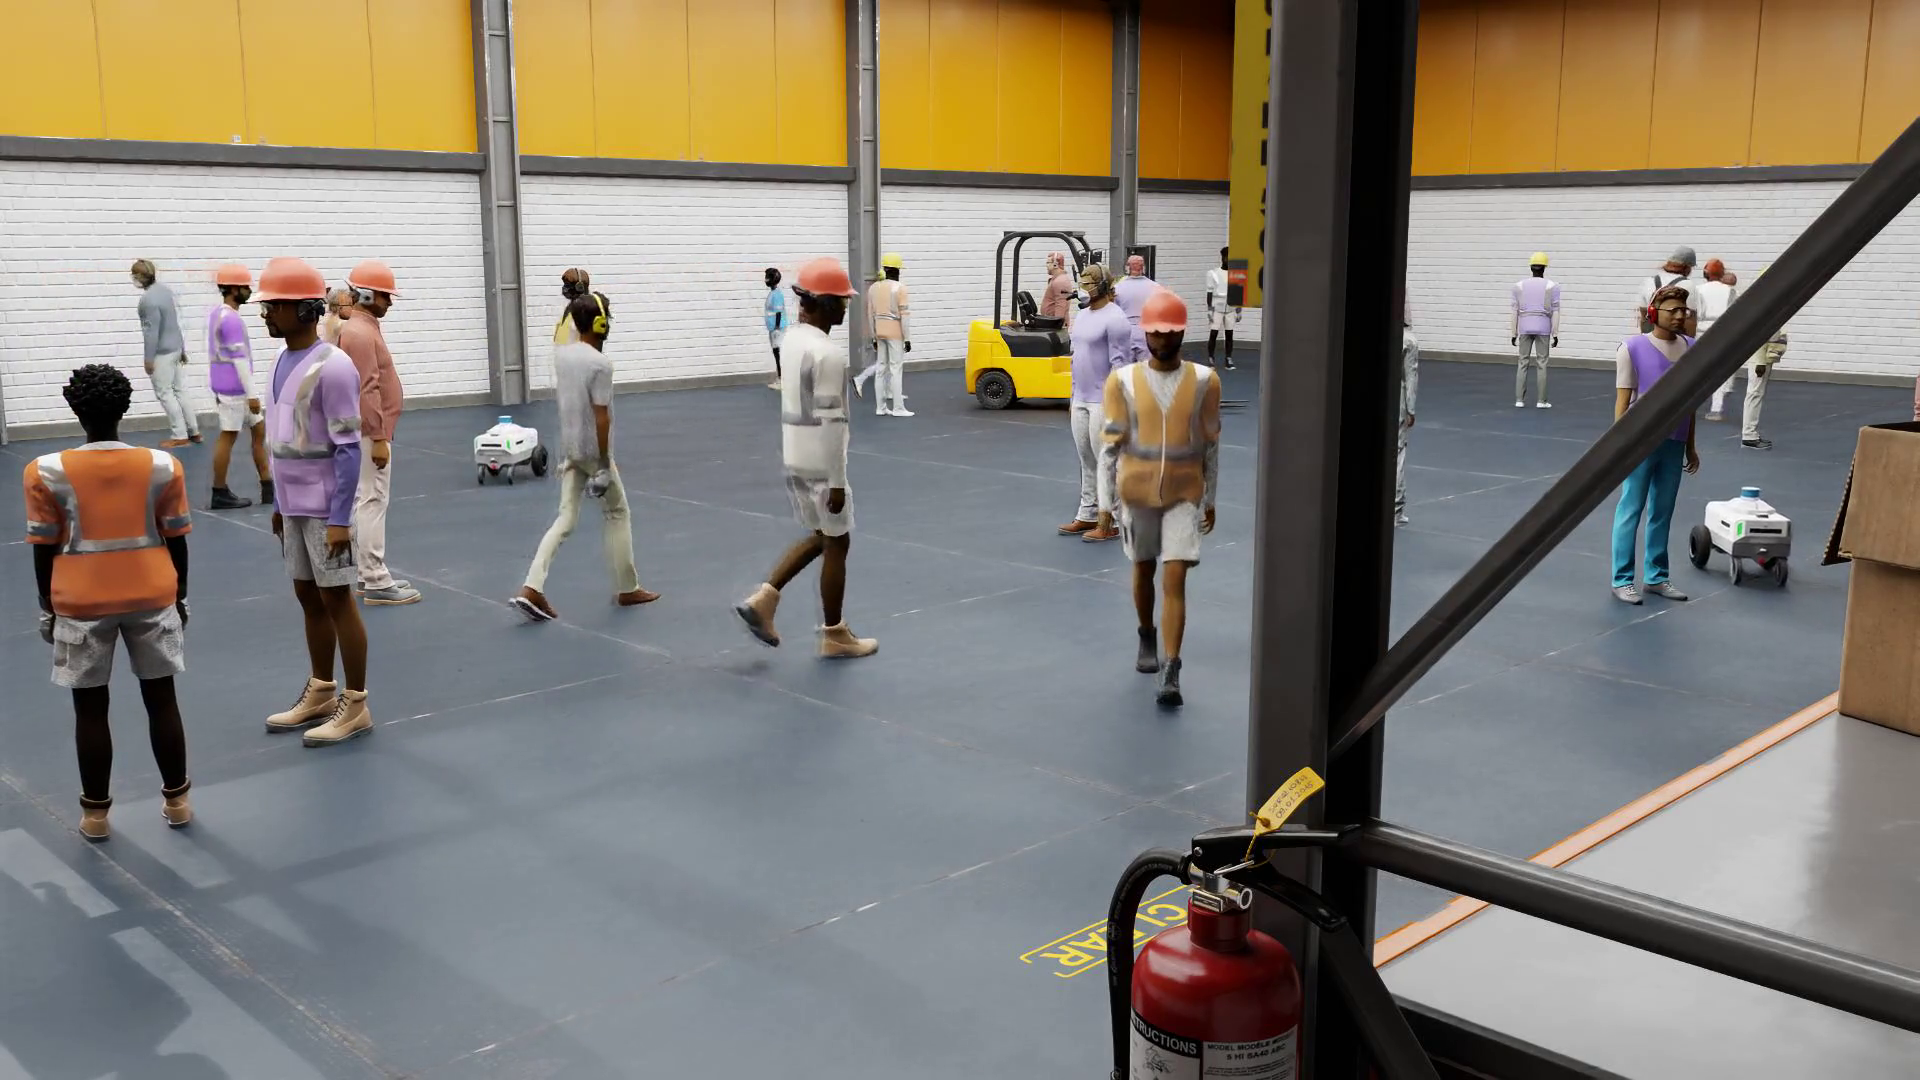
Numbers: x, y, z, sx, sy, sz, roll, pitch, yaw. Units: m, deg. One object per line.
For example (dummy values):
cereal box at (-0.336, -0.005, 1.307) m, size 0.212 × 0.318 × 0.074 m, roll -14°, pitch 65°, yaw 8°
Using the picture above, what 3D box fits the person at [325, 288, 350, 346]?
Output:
person at (-6.003, -1.621, 16.131) m, size 0.608 × 1.626 × 0.535 m, roll -8°, pitch 13°, yaw -37°

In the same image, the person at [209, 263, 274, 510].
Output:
person at (-5.541, -1.197, 13.015) m, size 0.814 × 1.909 × 0.580 m, roll -6°, pitch 12°, yaw -29°

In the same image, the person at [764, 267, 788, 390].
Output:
person at (-2.550, -2.923, 23.045) m, size 0.321 × 1.690 × 0.536 m, roll -3°, pitch 11°, yaw -17°

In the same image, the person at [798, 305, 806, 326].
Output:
person at (-1.233, -1.219, 13.930) m, size 0.377 × 1.623 × 0.519 m, roll 1°, pitch 10°, yaw 7°

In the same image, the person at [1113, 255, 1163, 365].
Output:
person at (2.036, -2.328, 19.234) m, size 0.640 × 1.900 × 0.402 m, roll 0°, pitch 10°, yaw -1°

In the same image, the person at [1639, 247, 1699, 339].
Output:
person at (7.831, -2.249, 18.405) m, size 0.668 × 2.000 × 0.724 m, roll -6°, pitch 12°, yaw -29°

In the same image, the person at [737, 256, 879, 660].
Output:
person at (-0.735, -0.380, 8.246) m, size 0.612 × 2.032 × 0.622 m, roll -5°, pitch 12°, yaw -27°

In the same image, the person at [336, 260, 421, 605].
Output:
person at (-3.403, -0.620, 9.677) m, size 0.392 × 1.986 × 0.610 m, roll -5°, pitch 11°, yaw -25°

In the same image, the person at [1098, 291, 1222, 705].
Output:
person at (0.931, -0.220, 7.797) m, size 0.565 × 1.881 × 1.012 m, roll 1°, pitch 10°, yaw 7°

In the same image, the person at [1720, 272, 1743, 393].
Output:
person at (10.344, -2.798, 22.506) m, size 0.522 × 1.641 × 0.311 m, roll 6°, pitch 12°, yaw 28°

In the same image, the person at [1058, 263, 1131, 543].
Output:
person at (0.951, -0.957, 11.642) m, size 0.372 × 1.940 × 0.631 m, roll -5°, pitch 12°, yaw -26°

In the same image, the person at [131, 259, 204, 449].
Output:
person at (-7.978, -1.859, 16.681) m, size 0.479 × 1.896 × 0.710 m, roll -2°, pitch 11°, yaw -10°

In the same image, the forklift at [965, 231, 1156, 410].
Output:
forklift at (1.222, -2.721, 20.561) m, size 2.313 × 2.155 × 1.214 m, roll 2°, pitch 11°, yaw 13°

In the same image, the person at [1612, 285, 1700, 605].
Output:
person at (4.054, -0.556, 9.708) m, size 0.565 × 1.846 × 0.390 m, roll -4°, pitch 11°, yaw -19°

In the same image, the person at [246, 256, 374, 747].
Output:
person at (-2.734, -0.156, 6.982) m, size 0.605 × 2.045 × 0.378 m, roll 10°, pitch 14°, yaw 42°

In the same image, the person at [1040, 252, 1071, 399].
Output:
person at (1.247, -2.796, 21.755) m, size 0.404 × 1.906 × 0.651 m, roll 1°, pitch 10°, yaw 5°

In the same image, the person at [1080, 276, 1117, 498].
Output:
person at (1.104, -1.215, 13.306) m, size 0.345 × 1.846 × 0.507 m, roll 1°, pitch 10°, yaw 7°

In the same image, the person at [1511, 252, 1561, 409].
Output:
person at (7.093, -2.580, 20.521) m, size 0.585 × 1.928 × 0.366 m, roll 6°, pitch 12°, yaw 29°

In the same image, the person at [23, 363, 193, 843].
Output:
person at (-2.985, 0.223, 5.892) m, size 0.530 × 1.689 × 0.321 m, roll -8°, pitch 13°, yaw -37°

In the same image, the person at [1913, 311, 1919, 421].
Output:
person at (10.900, -2.186, 18.452) m, size 0.400 × 1.902 × 0.643 m, roll 1°, pitch 10°, yaw 3°

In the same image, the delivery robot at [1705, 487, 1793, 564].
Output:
delivery robot at (4.935, -0.088, 10.421) m, size 0.477 × 0.478 × 0.707 m, roll 1°, pitch 11°, yaw 8°

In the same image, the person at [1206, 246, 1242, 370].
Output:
person at (4.195, -3.665, 26.370) m, size 0.614 × 1.953 × 0.403 m, roll -2°, pitch 11°, yaw -8°

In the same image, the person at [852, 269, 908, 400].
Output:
person at (-1.034, -2.659, 21.447) m, size 0.682 × 1.735 × 0.526 m, roll -3°, pitch 11°, yaw -17°

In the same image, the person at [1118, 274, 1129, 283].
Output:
person at (2.527, -3.036, 23.369) m, size 0.910 × 1.795 × 0.642 m, roll -3°, pitch 11°, yaw -17°

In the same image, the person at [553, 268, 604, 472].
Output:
person at (-3.401, -1.498, 14.858) m, size 0.429 × 1.844 × 0.624 m, roll -7°, pitch 13°, yaw -34°

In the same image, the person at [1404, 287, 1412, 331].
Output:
person at (6.565, -3.331, 25.194) m, size 0.924 × 1.719 × 0.543 m, roll -6°, pitch 12°, yaw -31°

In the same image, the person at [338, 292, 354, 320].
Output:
person at (-5.360, -1.387, 14.815) m, size 0.282 × 1.633 × 0.501 m, roll -3°, pitch 11°, yaw -18°

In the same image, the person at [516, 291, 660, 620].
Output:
person at (-2.134, -0.473, 9.322) m, size 0.519 × 1.834 × 0.939 m, roll 7°, pitch 13°, yaw 35°

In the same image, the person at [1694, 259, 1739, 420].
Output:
person at (8.710, -2.339, 19.408) m, size 0.603 × 1.846 × 0.898 m, roll 0°, pitch 10°, yaw 3°

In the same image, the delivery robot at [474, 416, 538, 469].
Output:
delivery robot at (-3.962, -0.841, 14.530) m, size 0.477 × 0.478 × 0.707 m, roll 1°, pitch 11°, yaw 6°

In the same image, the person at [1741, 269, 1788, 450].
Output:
person at (8.054, -1.821, 16.655) m, size 0.404 × 1.826 × 0.600 m, roll 6°, pitch 12°, yaw 28°

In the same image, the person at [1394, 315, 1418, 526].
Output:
person at (3.121, -0.975, 12.277) m, size 0.490 × 1.741 × 0.322 m, roll 4°, pitch 11°, yaw 21°

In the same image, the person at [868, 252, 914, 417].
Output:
person at (-0.812, -2.410, 19.593) m, size 0.584 × 1.928 × 0.373 m, roll 8°, pitch 13°, yaw 38°
